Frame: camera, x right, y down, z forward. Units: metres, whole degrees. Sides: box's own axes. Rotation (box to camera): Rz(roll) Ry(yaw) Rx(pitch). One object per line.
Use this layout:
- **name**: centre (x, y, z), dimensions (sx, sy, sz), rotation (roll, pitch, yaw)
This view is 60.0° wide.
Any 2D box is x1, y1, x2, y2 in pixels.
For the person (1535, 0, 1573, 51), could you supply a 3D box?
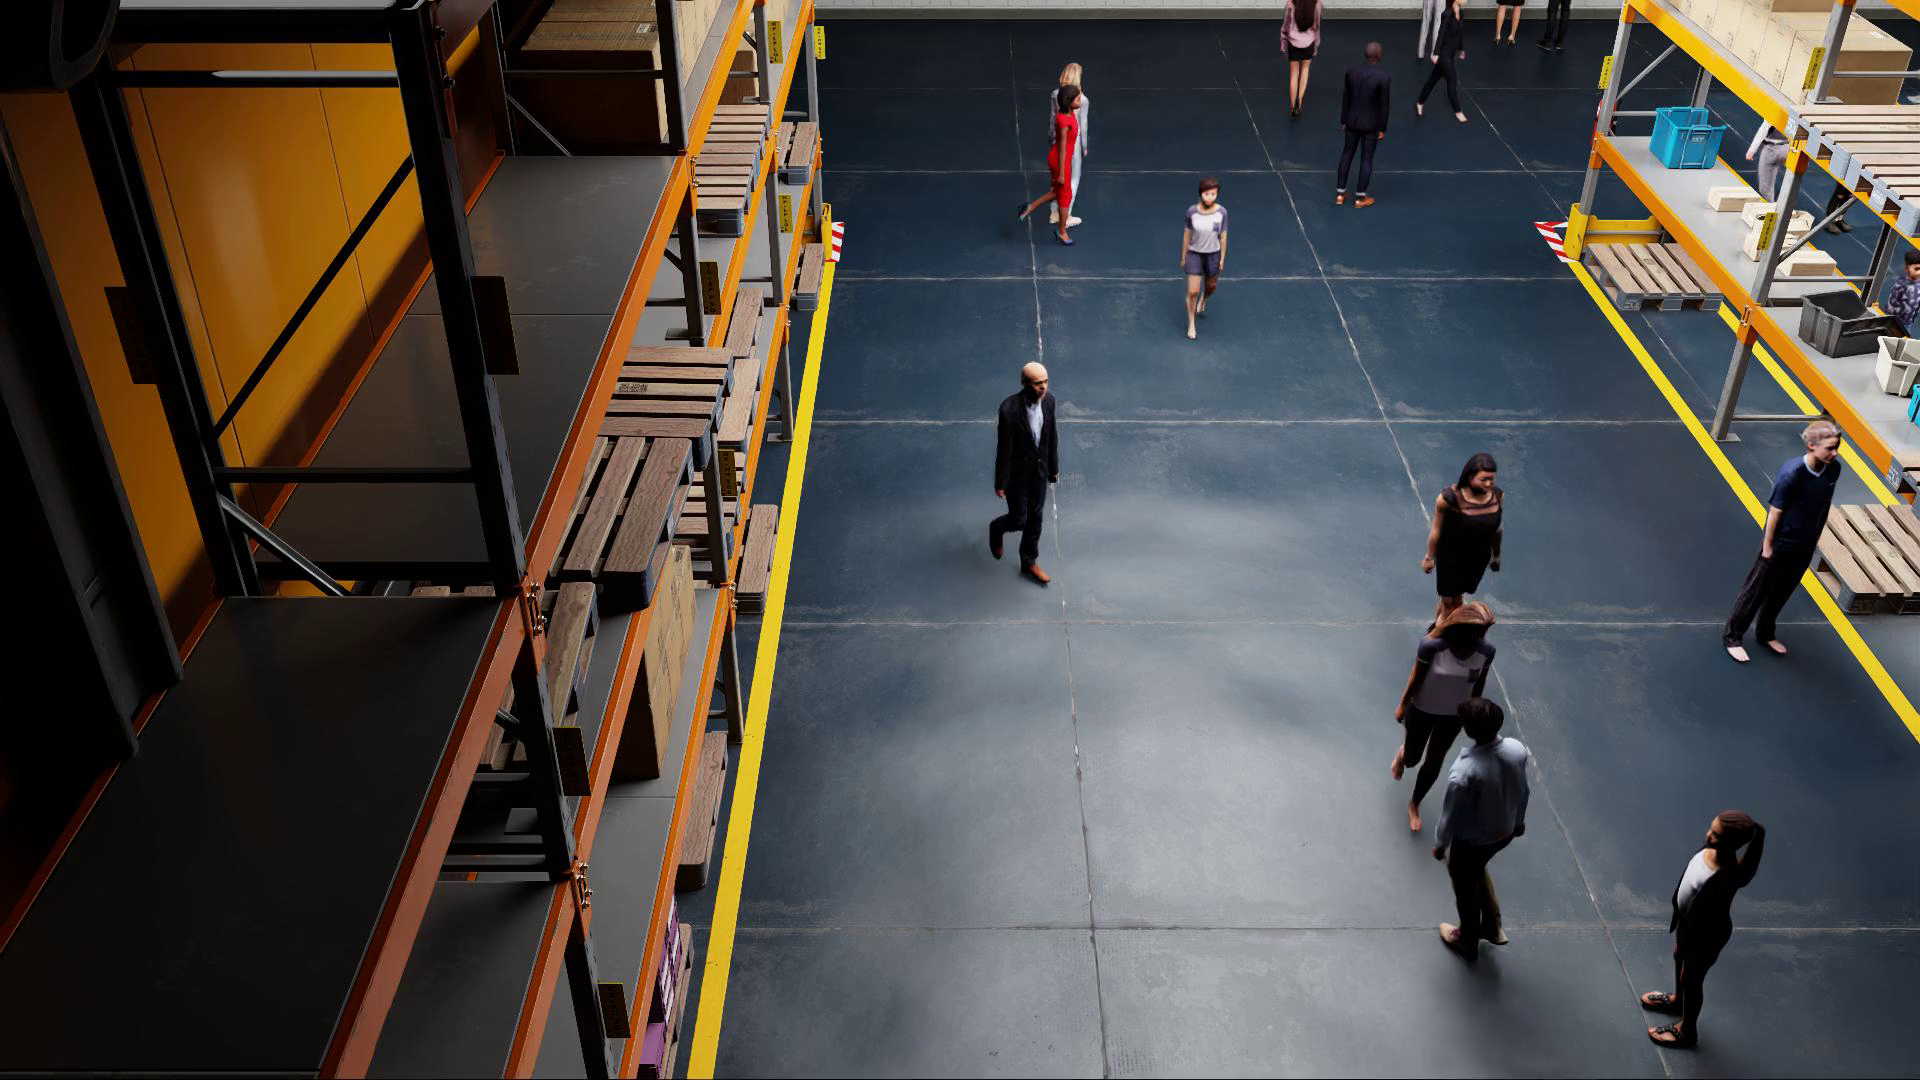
- **person**: centre (8.450, -7.762, 23.203), dimensions (0.703, 1.781, 0.611), rotation (-9, 35, -13)

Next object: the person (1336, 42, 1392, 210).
- **person**: centre (4.448, -4.595, 18.405), dimensions (0.787, 1.818, 0.818), rotation (24, 40, 31)

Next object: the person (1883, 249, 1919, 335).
- **person**: centre (8.528, -2.077, 15.141), dimensions (0.529, 1.238, 0.568), rotation (-3, 34, -5)

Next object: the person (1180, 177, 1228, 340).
- **person**: centre (2.322, -2.749, 15.874), dimensions (0.586, 1.545, 0.871), rotation (3, 34, 5)

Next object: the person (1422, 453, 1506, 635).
- **person**: centre (3.395, 0.101, 11.448), dimensions (0.783, 1.698, 0.839), rotation (-9, 35, -14)

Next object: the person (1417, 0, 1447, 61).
- **person**: centre (6.551, -7.505, 22.823), dimensions (0.675, 1.774, 0.720), rotation (25, 41, 33)

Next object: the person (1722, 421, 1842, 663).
- **person**: centre (5.686, -0.002, 11.448), dimensions (0.705, 1.871, 0.627), rotation (-9, 35, -13)

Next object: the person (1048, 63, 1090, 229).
- **person**: centre (1.164, -4.220, 17.875), dimensions (0.727, 1.779, 0.736), rotation (18, 37, 24)

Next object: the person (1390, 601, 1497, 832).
- **person**: centre (2.902, 0.981, 10.122), dimensions (0.711, 1.700, 0.824), rotation (7, 34, 11)

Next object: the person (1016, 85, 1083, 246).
- **person**: centre (0.991, -3.938, 17.500), dimensions (0.720, 1.726, 0.857), rotation (5, 34, 7)

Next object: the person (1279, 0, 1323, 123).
- **person**: centre (4.238, -6.082, 20.666), dimensions (0.697, 1.791, 0.725), rotation (4, 34, 7)

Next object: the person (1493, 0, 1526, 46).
- **person**: centre (7.786, -7.838, 23.378), dimensions (0.700, 1.715, 0.650), rotation (11, 35, 16)

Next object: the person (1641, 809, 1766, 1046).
- **person**: centre (3.900, 2.006, 8.714), dimensions (0.619, 1.552, 0.511), rotation (4, 34, 6)

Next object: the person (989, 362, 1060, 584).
- **person**: centre (0.438, -0.539, 12.328), dimensions (0.947, 1.790, 1.027), rotation (-20, 38, -27)

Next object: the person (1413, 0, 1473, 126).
- **person**: centre (5.959, -6.013, 20.678), dimensions (1.060, 1.664, 1.052), rotation (25, 41, 32)

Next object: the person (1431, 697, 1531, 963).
- **person**: centre (2.876, 1.650, 9.035), dimensions (0.885, 1.790, 0.901), rotation (-16, 37, -22)
